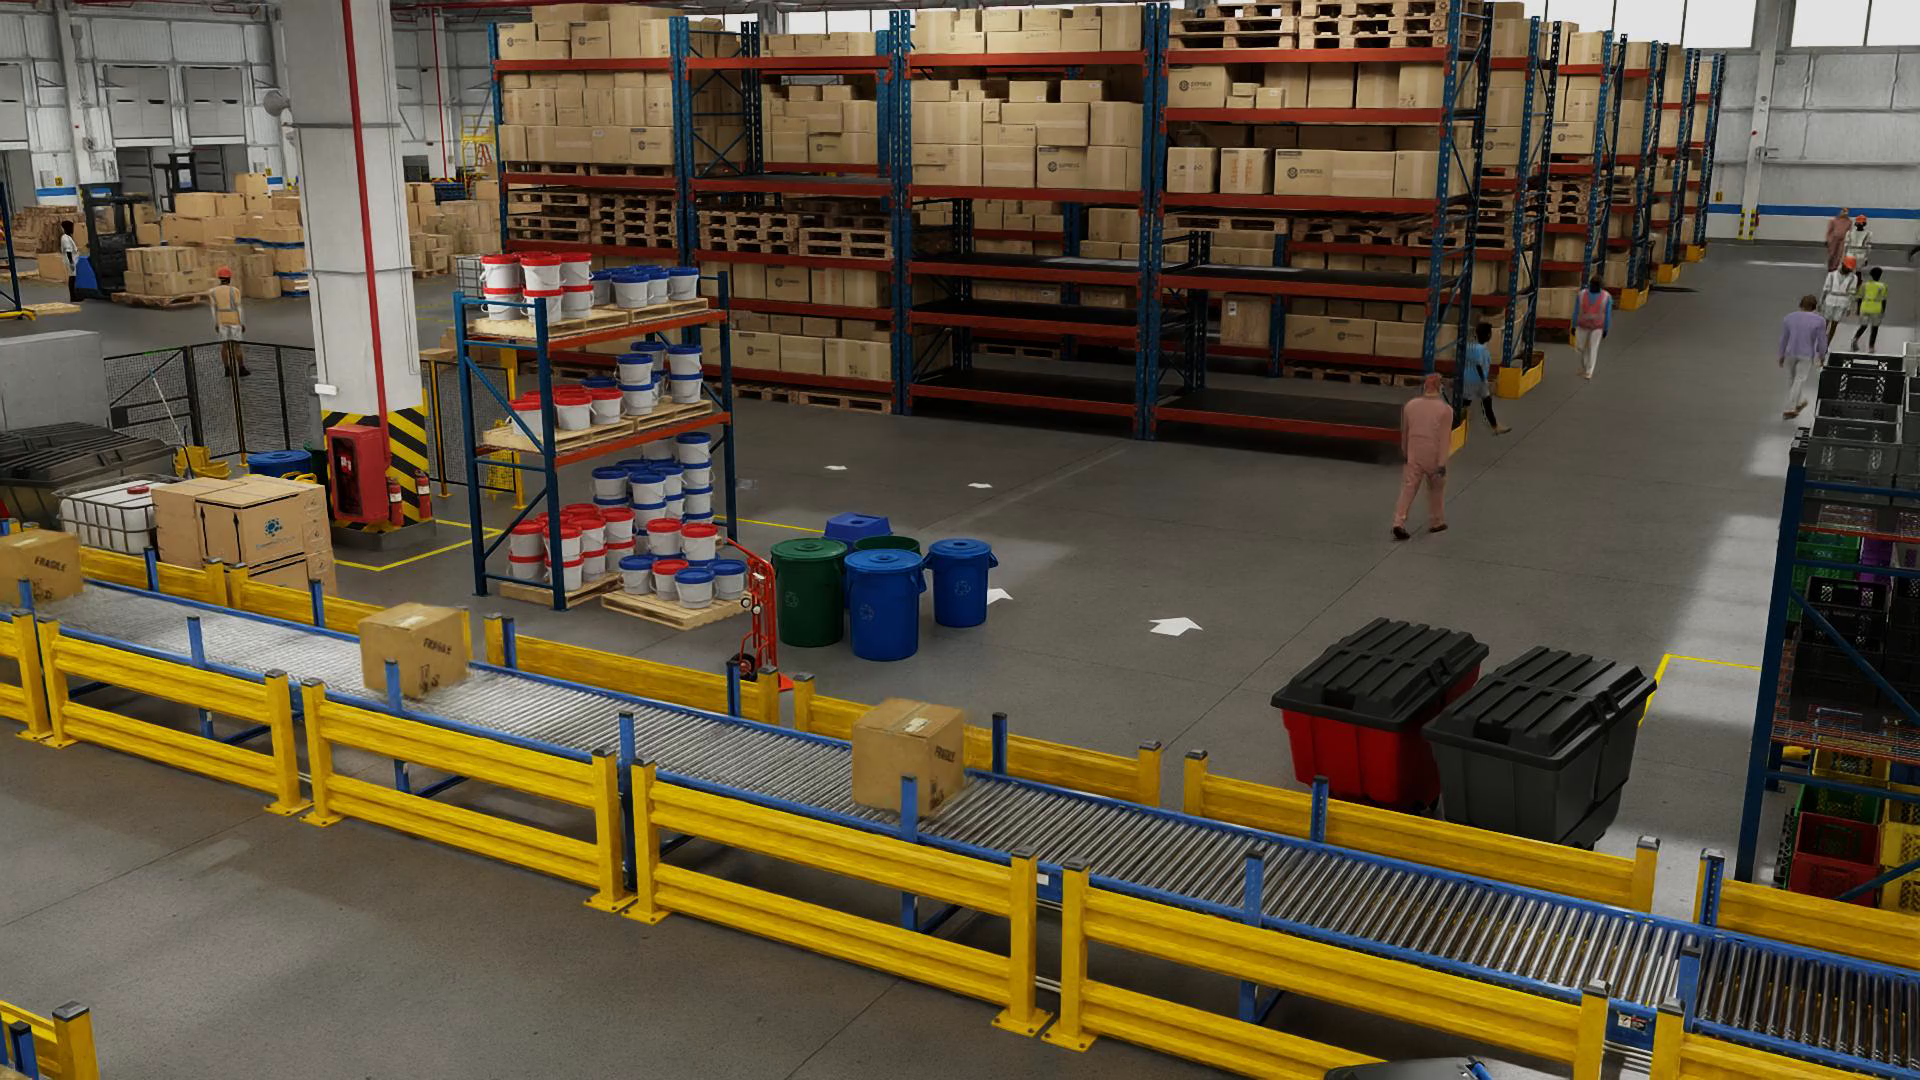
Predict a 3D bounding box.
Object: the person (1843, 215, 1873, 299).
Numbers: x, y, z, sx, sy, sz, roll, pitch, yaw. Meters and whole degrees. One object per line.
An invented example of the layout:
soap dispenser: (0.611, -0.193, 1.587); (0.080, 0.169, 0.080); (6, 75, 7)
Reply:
person: (21.945, -6.927, 40.737); (0.607, 2.048, 0.370); (13, 20, 40)

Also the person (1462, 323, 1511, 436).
person: (7.576, -2.311, 24.123); (0.844, 1.649, 0.545); (11, 18, 35)

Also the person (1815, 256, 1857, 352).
person: (16.844, -4.515, 31.964); (0.598, 1.891, 0.465); (8, 17, 28)

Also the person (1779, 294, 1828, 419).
person: (13.043, -2.839, 25.670); (1.019, 1.886, 0.642); (-10, 18, -34)

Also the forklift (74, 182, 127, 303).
forklift: (-20.676, -7.243, 40.327); (1.873, 2.768, 1.129); (8, 17, 28)

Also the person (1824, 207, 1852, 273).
person: (24.478, -8.337, 46.376); (0.709, 1.870, 0.614); (2, 15, 8)

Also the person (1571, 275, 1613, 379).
person: (11.035, -3.725, 29.115); (0.655, 1.826, 0.446); (8, 17, 27)

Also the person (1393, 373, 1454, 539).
person: (5.187, -0.941, 18.603); (0.646, 1.865, 0.975); (14, 20, 42)

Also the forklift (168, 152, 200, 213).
forklift: (-28.984, -13.085, 62.291); (1.873, 2.768, 1.129); (8, 17, 28)

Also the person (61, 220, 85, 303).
person: (-21.399, -6.702, 40.045); (0.361, 1.964, 0.617); (-8, 17, -27)

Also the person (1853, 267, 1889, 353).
person: (17.492, -4.408, 31.976); (0.568, 1.686, 0.543); (-12, 19, -39)

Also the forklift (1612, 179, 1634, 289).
forklift: (16.672, -7.773, 42.320); (1.873, 2.768, 1.129); (8, 17, 28)

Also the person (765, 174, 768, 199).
person: (-7.995, -14.031, 67.670); (0.631, 1.931, 0.366); (-4, 16, -16)

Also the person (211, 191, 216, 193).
person: (-24.252, -10.436, 54.276); (0.583, 1.867, 0.538); (-8, 17, -28)

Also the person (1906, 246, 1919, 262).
person: (28.487, -9.093, 49.044); (0.694, 1.971, 0.625); (2, 15, 9)

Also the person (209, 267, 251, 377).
person: (-12.904, -3.849, 29.372); (0.542, 1.939, 0.368); (0, 15, 1)
